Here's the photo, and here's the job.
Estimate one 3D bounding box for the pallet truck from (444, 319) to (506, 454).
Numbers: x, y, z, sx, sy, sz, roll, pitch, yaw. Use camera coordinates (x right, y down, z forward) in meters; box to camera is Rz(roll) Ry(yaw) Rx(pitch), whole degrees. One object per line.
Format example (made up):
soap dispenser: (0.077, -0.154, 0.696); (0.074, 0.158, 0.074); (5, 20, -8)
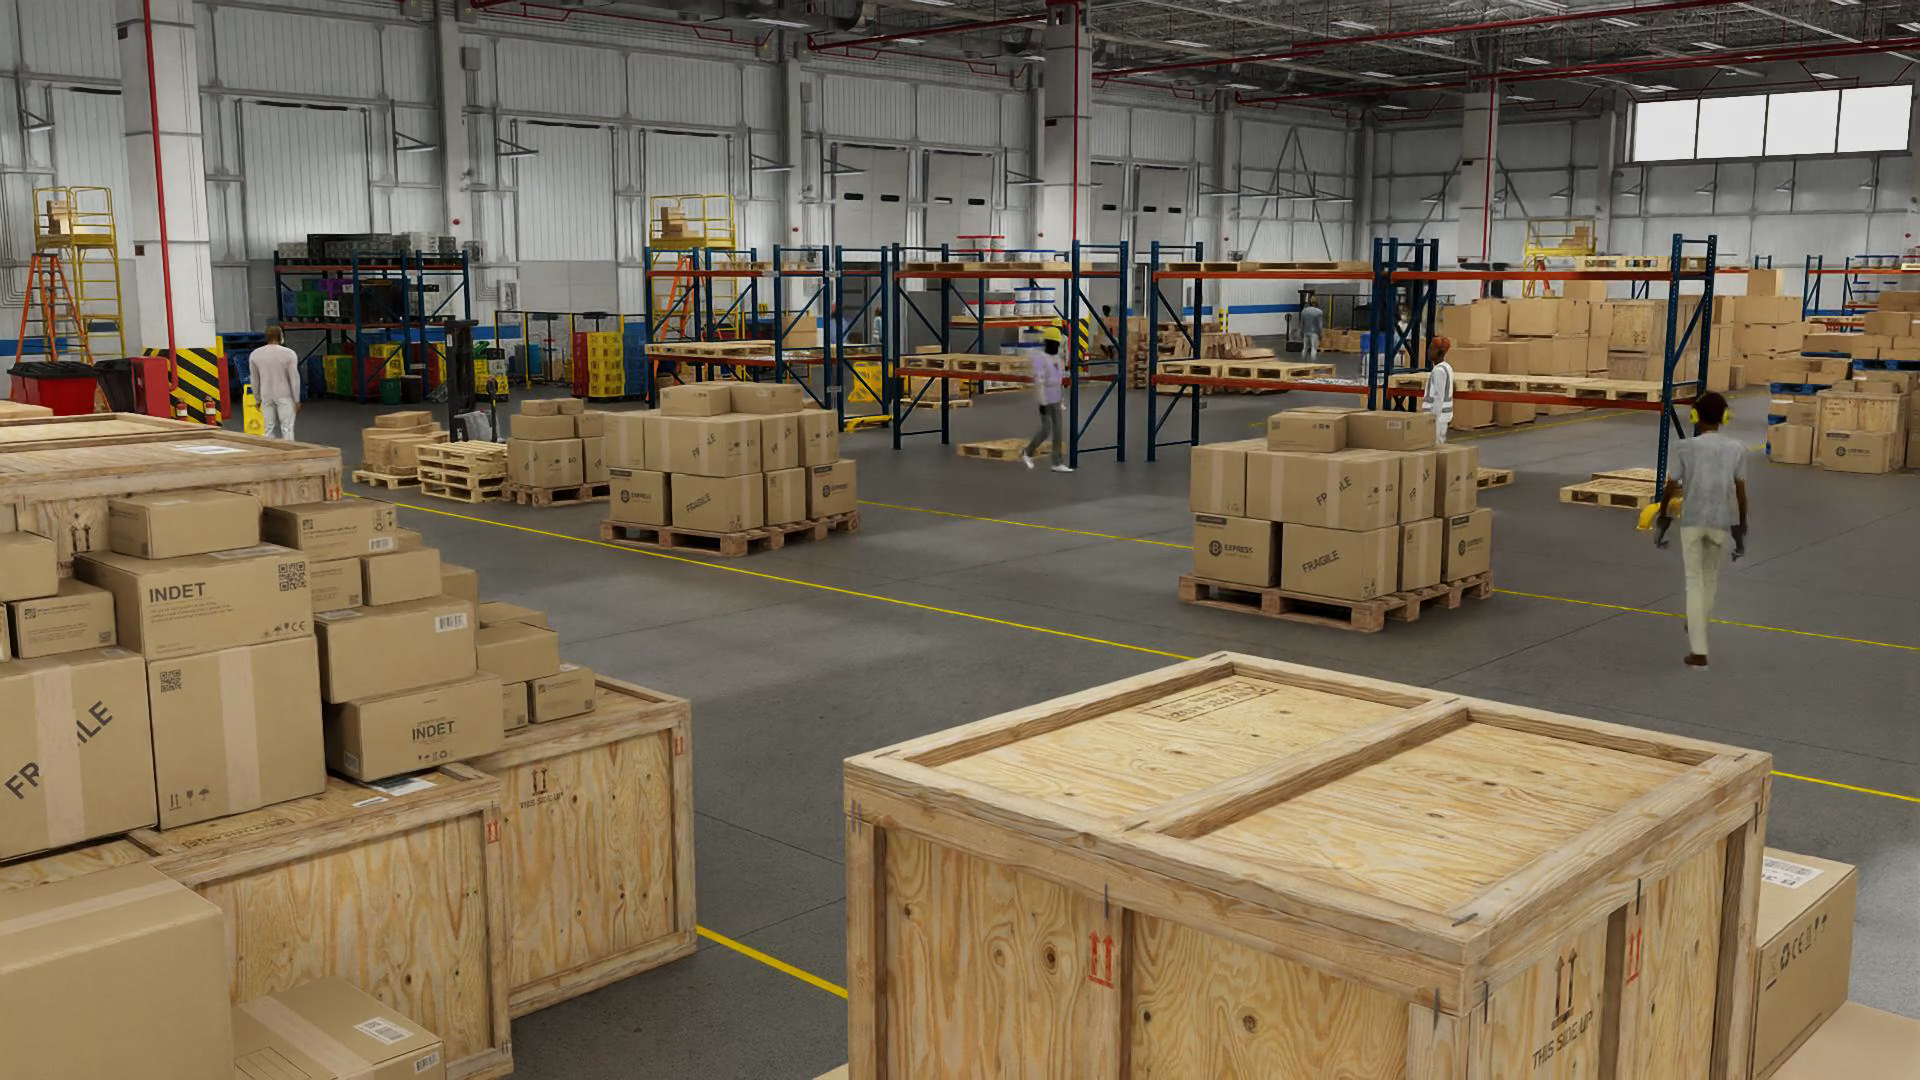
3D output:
pallet truck: (-6.981, -1.942, 22.150); (1.885, 1.965, 0.823); (1, 9, 9)

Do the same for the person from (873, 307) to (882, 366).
person: (-2.167, -5.389, 44.414); (0.317, 1.632, 0.523); (-2, 9, -9)

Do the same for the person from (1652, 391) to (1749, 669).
person: (5.003, -0.089, 11.295); (0.540, 1.825, 0.940); (2, 9, 9)

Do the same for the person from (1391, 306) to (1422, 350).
person: (8.883, -3.690, 33.119); (0.631, 1.923, 0.629); (7, 12, 37)

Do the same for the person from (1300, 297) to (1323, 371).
person: (9.155, -5.365, 43.341); (0.632, 1.933, 0.369); (9, 13, 43)

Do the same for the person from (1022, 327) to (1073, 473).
person: (1.149, -1.830, 21.726); (0.648, 1.906, 0.615); (7, 12, 38)

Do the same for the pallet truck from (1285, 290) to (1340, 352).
pallet truck: (11.297, -6.951, 52.861); (1.885, 1.965, 0.823); (-5, 11, -29)

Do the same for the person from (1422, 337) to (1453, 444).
person: (5.443, -1.373, 19.010); (0.352, 1.884, 0.580); (4, 10, 21)

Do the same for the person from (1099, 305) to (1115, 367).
person: (4.022, -5.553, 45.256); (0.379, 1.682, 0.546); (-5, 11, -28)

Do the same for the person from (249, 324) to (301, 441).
person: (-8.890, -1.828, 21.641); (0.629, 1.937, 0.379); (0, 9, 2)

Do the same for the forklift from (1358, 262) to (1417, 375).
forklift: (10.645, -5.409, 40.711); (1.129, 2.768, 1.873); (7, 11, 36)

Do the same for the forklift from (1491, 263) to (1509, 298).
forklift: (14.963, -6.335, 46.388); (1.873, 2.768, 1.129); (3, 10, 17)

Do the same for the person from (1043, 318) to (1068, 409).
person: (1.817, -3.323, 31.418); (0.485, 1.739, 0.320); (-2, 9, -11)

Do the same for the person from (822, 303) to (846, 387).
person: (-2.813, -4.287, 36.823); (0.569, 1.896, 0.930); (2, 9, 10)
